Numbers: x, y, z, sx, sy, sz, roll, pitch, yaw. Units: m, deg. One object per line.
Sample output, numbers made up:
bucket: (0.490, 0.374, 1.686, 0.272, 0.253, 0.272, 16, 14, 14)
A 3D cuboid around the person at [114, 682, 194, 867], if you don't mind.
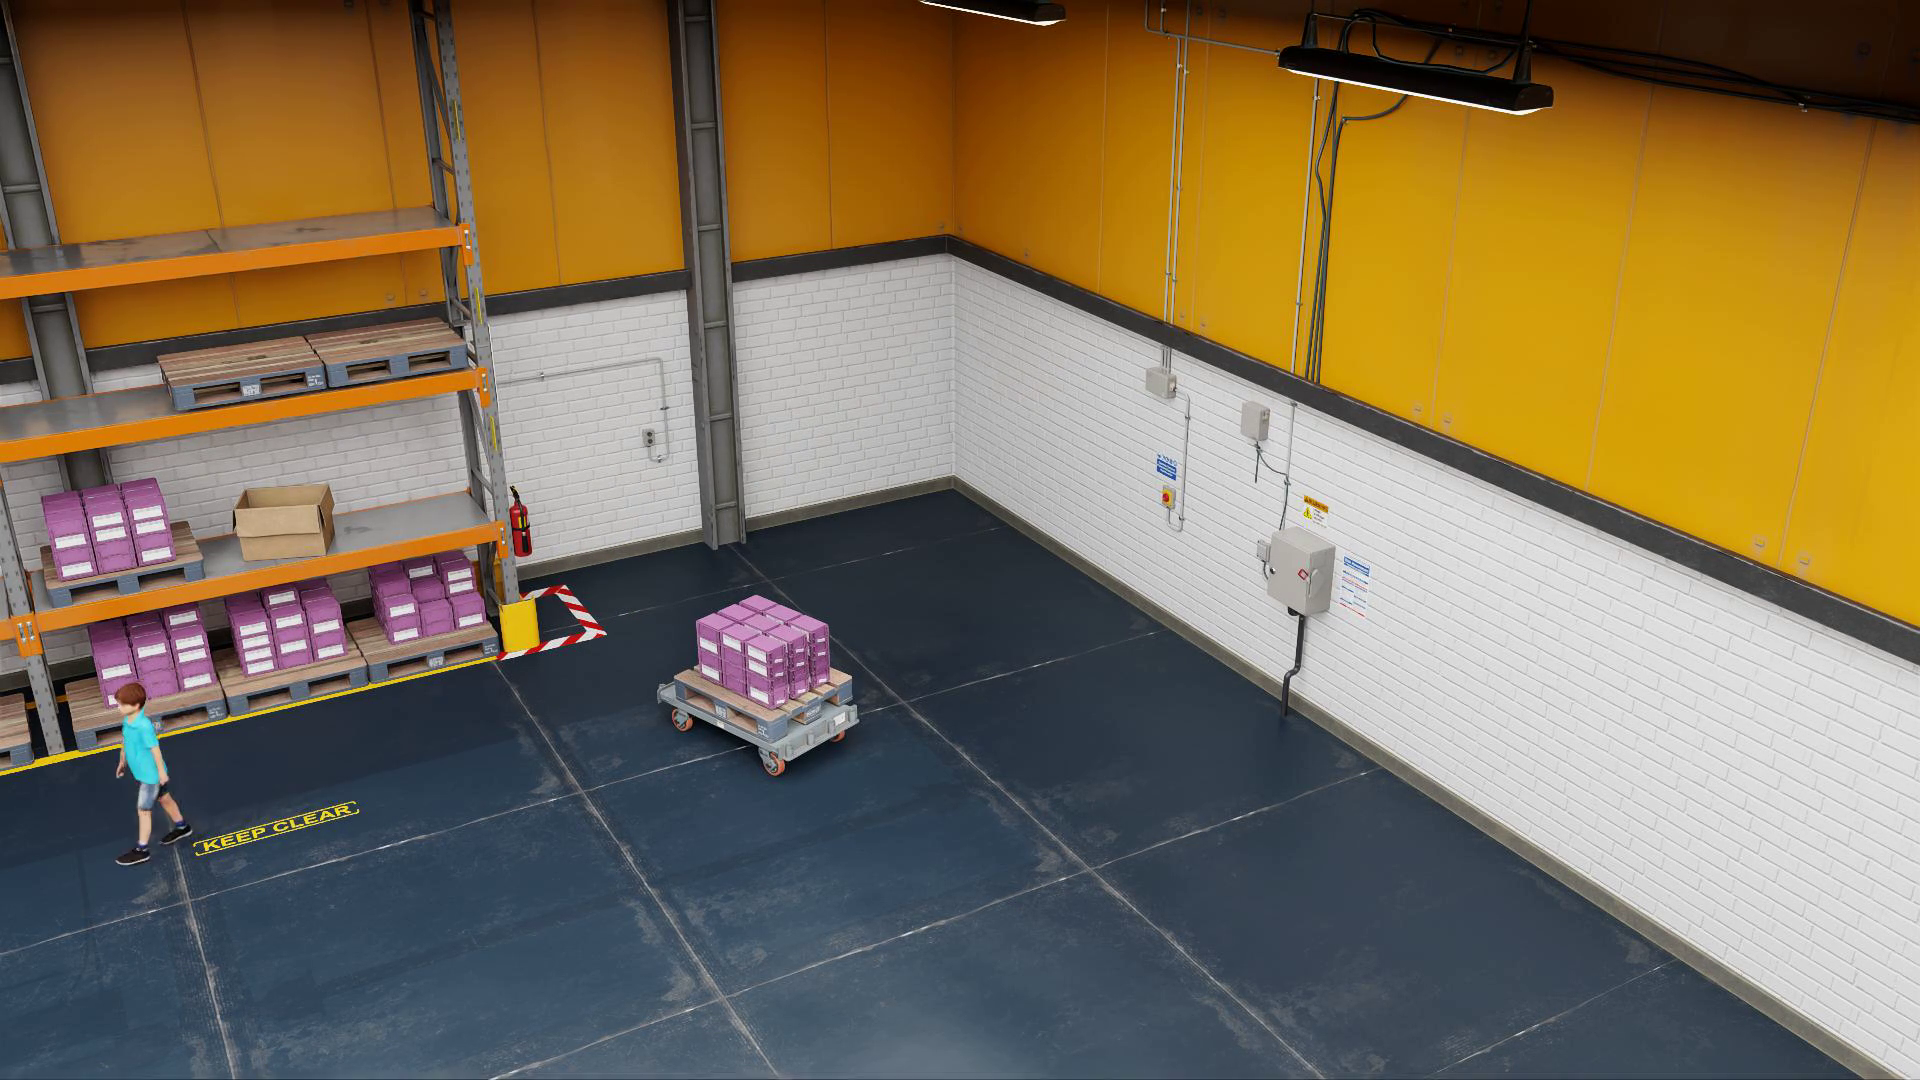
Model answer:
person: (-6.127, 1.713, 12.692, 0.881, 1.425, 0.648, -20, 31, -38)
